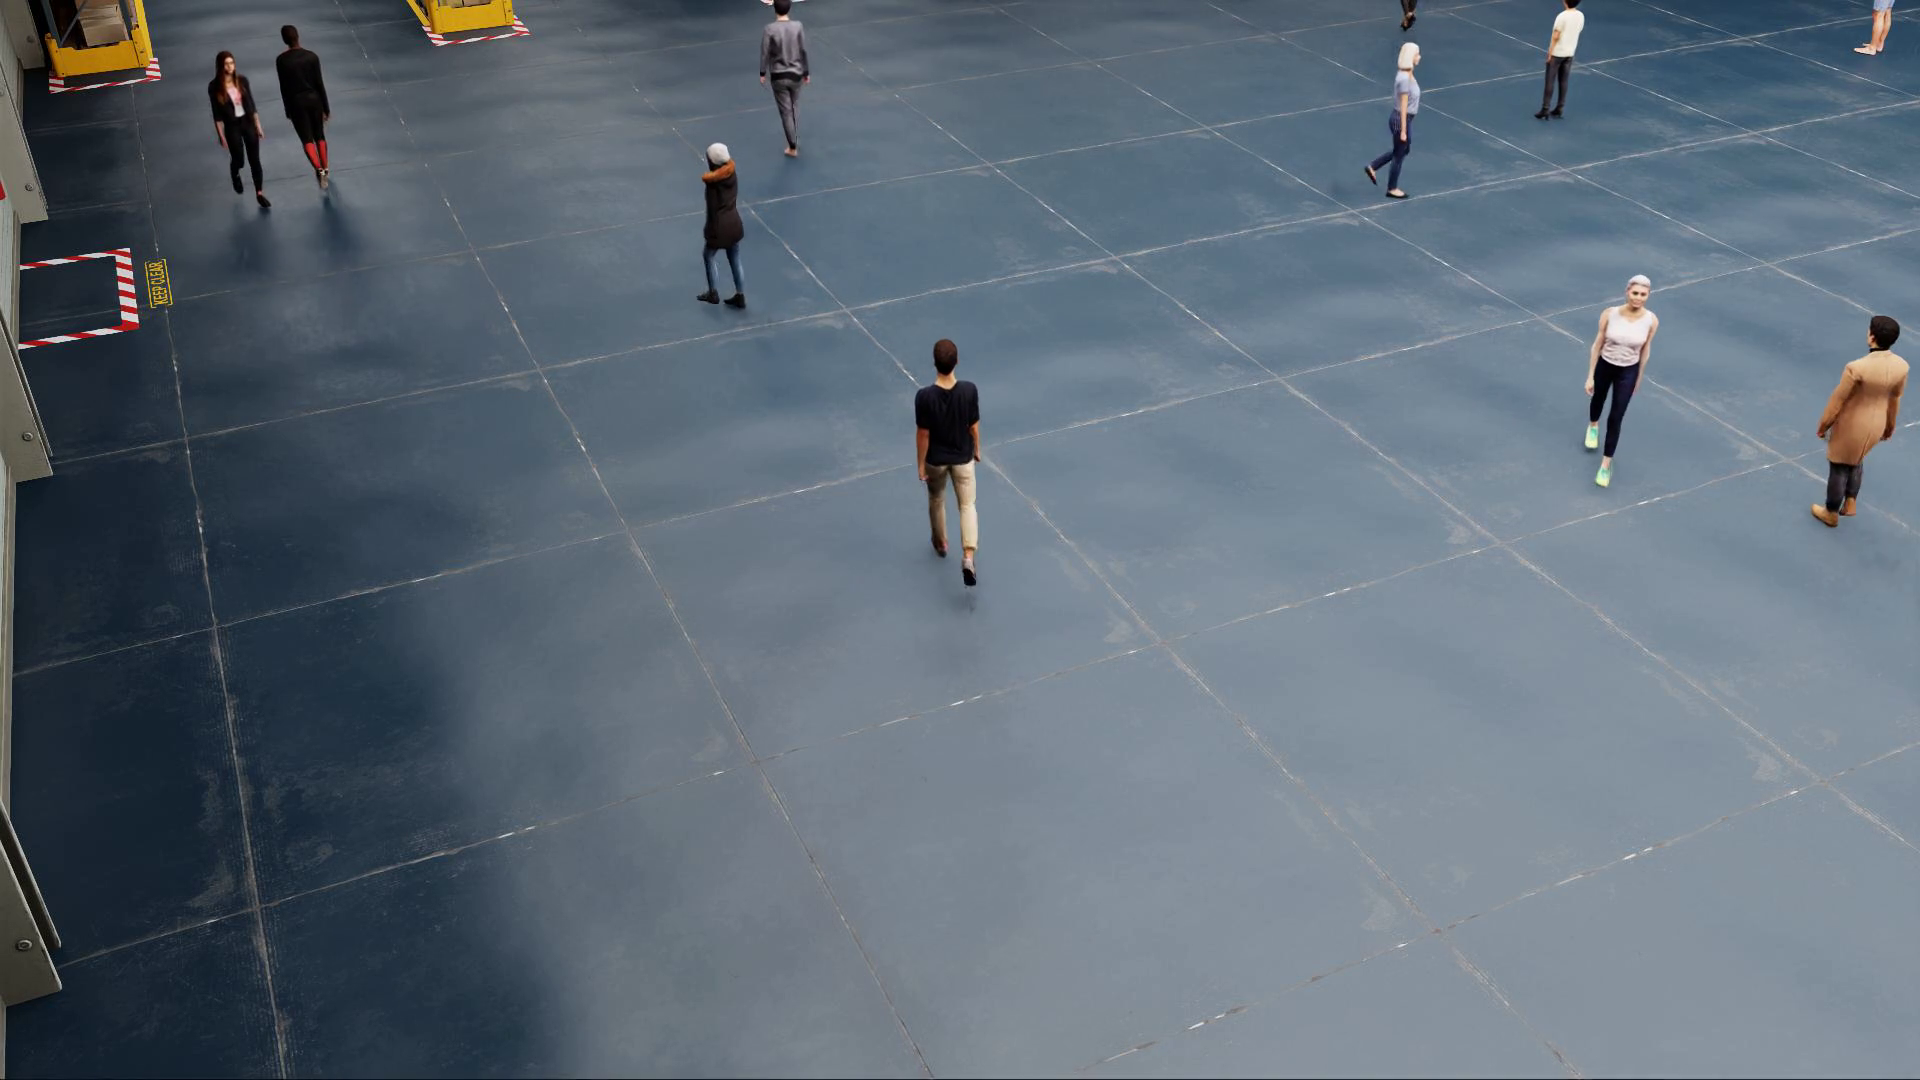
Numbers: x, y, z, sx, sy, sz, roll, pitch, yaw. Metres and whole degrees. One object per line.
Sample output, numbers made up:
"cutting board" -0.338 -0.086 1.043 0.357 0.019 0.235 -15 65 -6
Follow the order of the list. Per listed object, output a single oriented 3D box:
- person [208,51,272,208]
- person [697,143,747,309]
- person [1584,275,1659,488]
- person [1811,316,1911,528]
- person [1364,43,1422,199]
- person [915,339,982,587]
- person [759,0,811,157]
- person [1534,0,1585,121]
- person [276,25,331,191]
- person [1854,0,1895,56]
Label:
"person" -7.857 -4.480 18.073 0.751 1.692 0.954 -24 40 -32
"person" -2.190 -2.950 15.786 0.895 1.620 0.828 19 38 26
"person" 5.226 -1.359 13.307 1.151 1.656 1.193 12 35 17
"person" 6.773 -0.829 12.436 0.797 1.717 0.831 -3 33 -4
"person" 4.750 -4.578 18.206 0.880 1.711 0.826 10 34 15
"person" -0.047 -0.531 11.868 0.867 1.837 1.178 -4 33 -7
"person" -1.987 -5.360 19.299 0.705 1.829 0.808 -15 36 -21
"person" 7.415 -5.985 20.484 0.589 1.587 0.462 -13 35 -20
"person" -7.238 -4.764 18.431 0.730 1.778 1.149 -19 38 -27
"person" 12.711 -7.597 22.722 0.673 1.848 0.634 -25 40 -33
